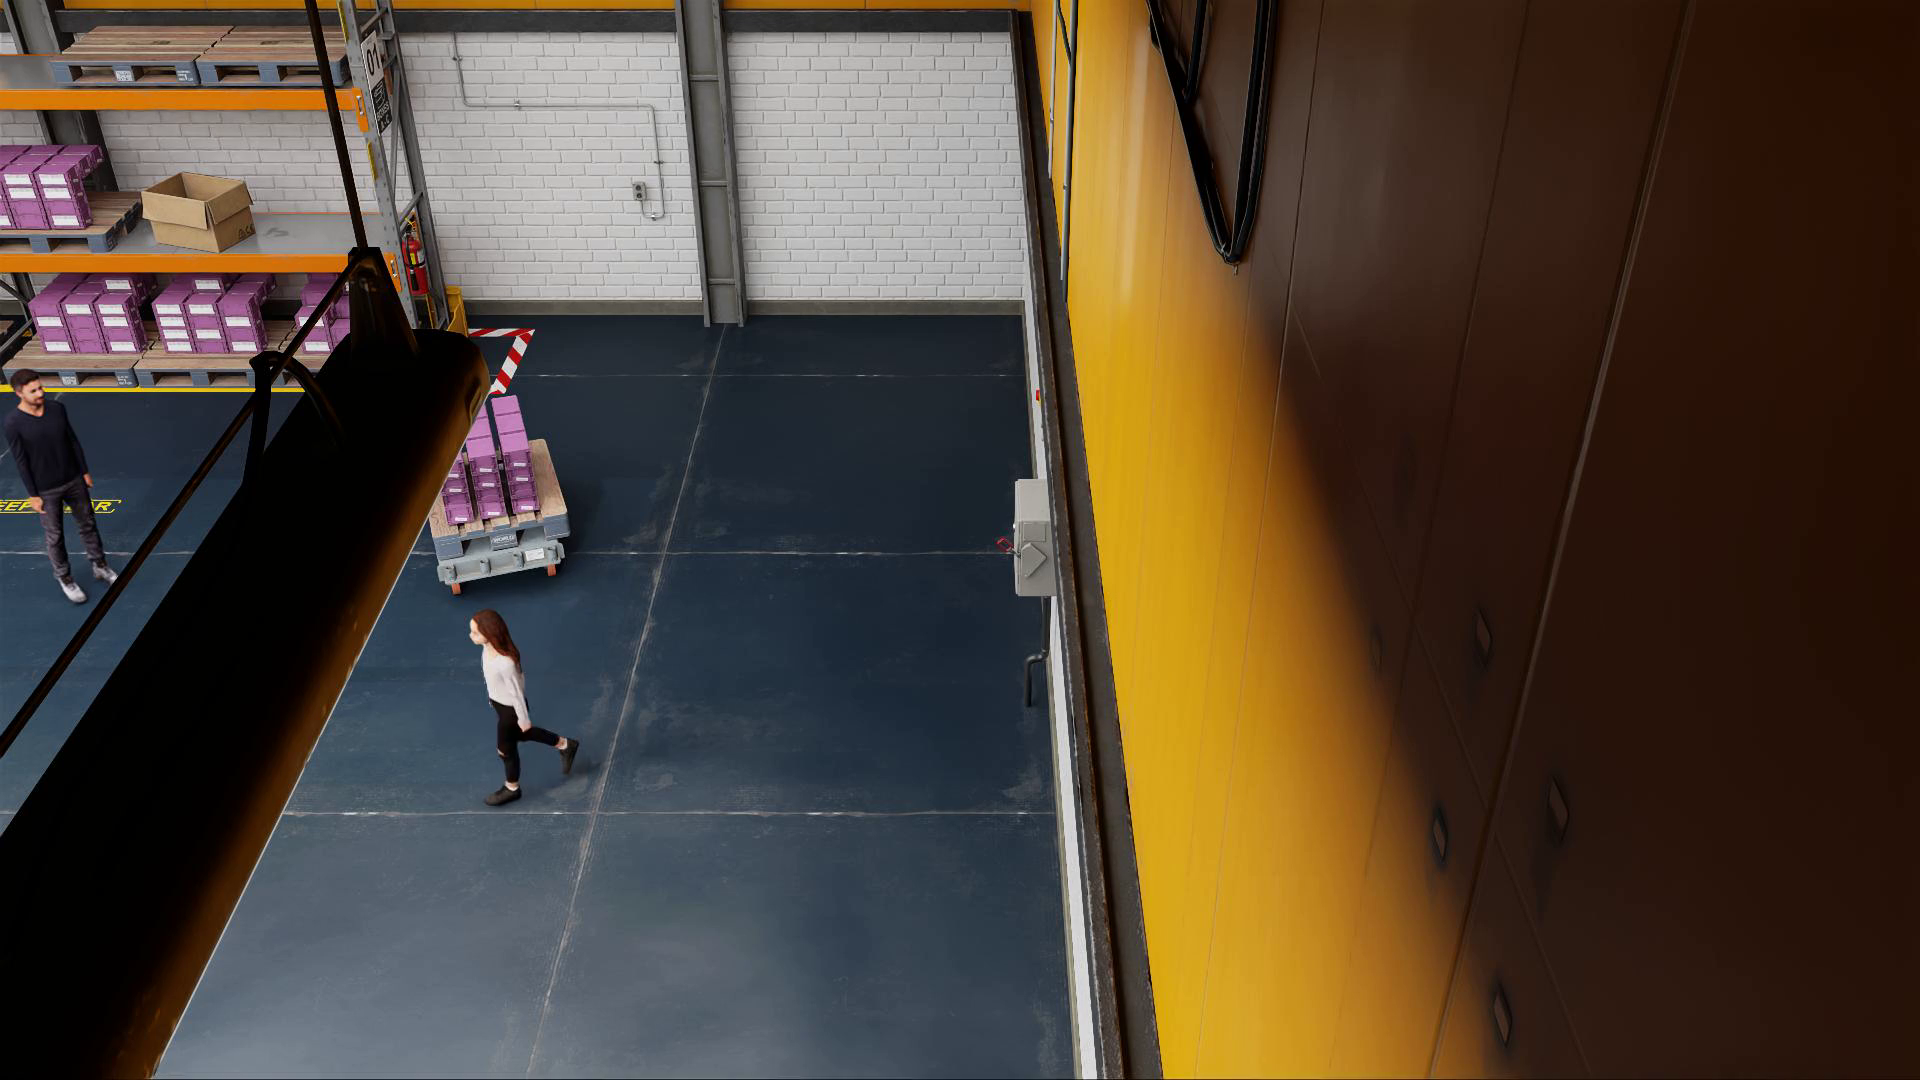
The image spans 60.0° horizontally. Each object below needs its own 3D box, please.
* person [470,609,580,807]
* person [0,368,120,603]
[{"bbox_3d":[-2.784,1.016,10.528,0.992,1.469,0.850,-22,39,-29],"label":"person"},{"bbox_3d":[-6.713,-0.429,12.346,0.745,1.863,0.723,21,39,29],"label":"person"}]
